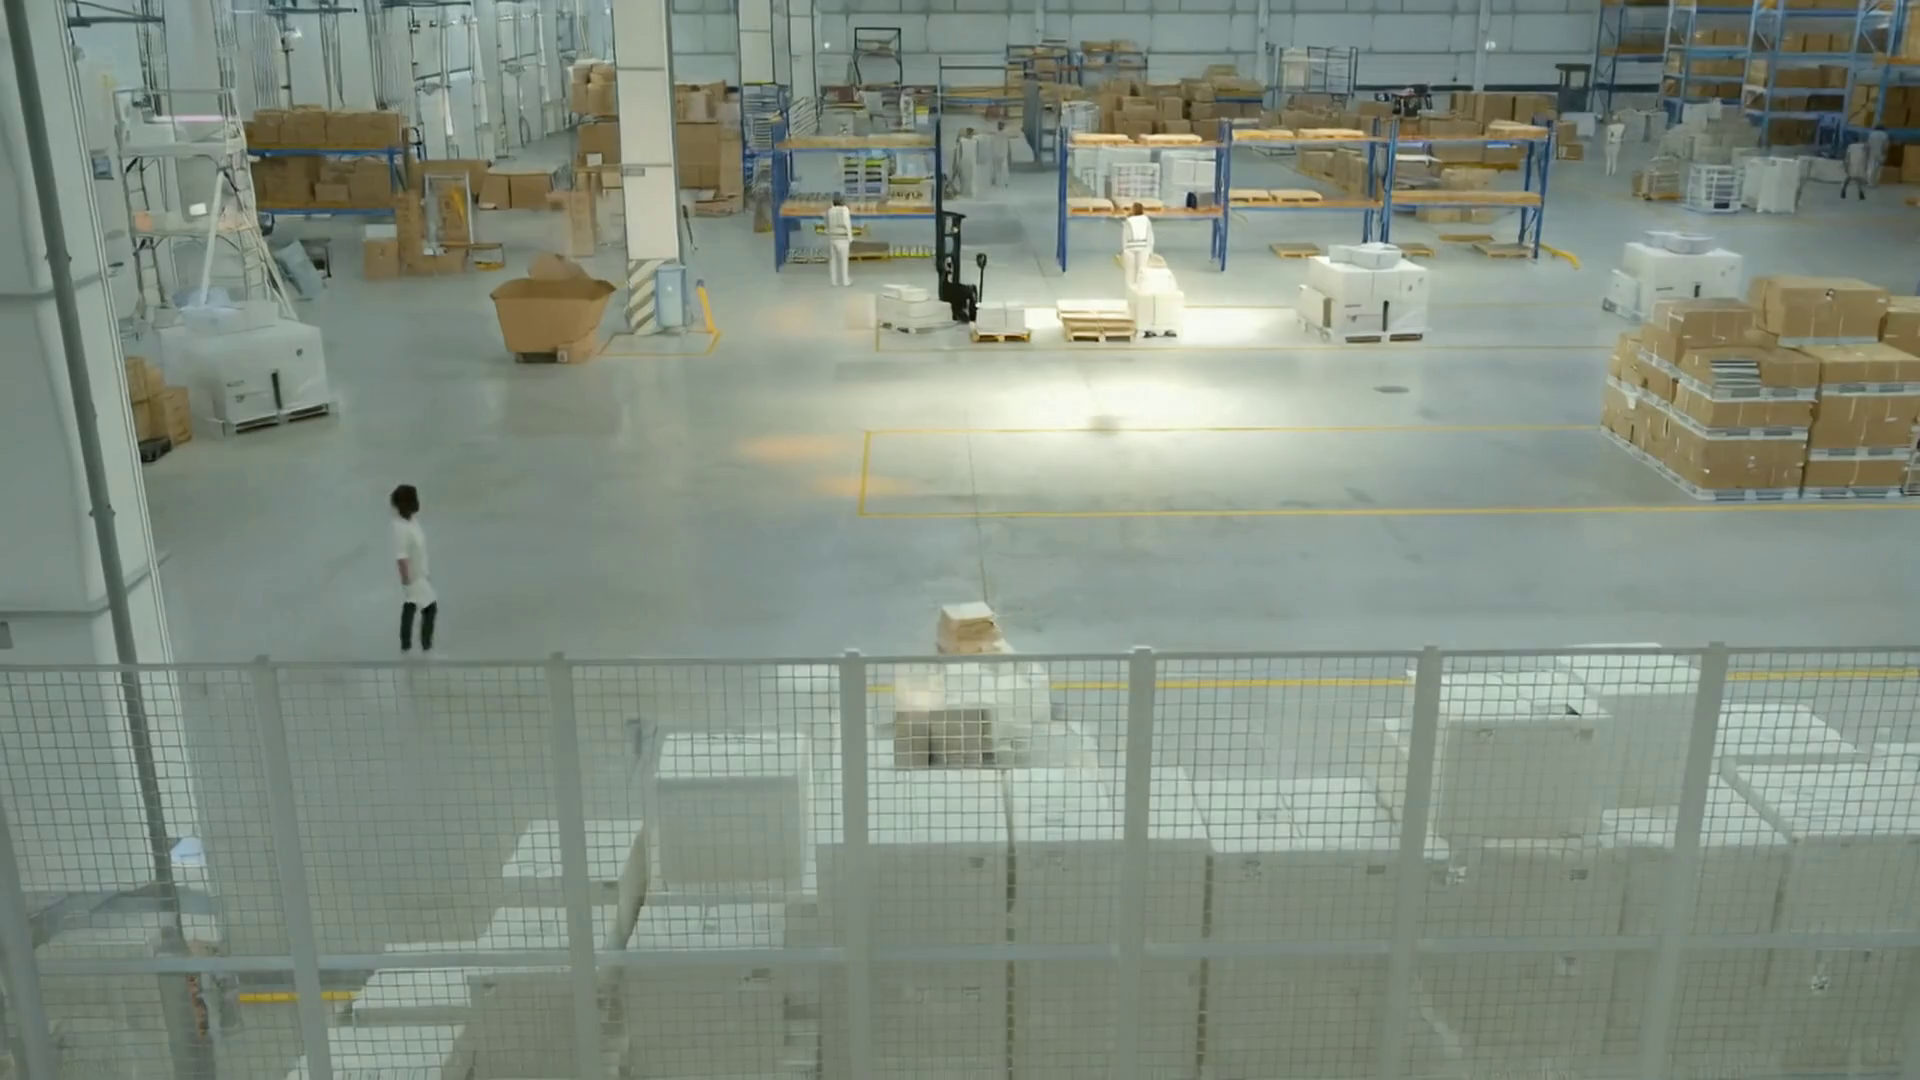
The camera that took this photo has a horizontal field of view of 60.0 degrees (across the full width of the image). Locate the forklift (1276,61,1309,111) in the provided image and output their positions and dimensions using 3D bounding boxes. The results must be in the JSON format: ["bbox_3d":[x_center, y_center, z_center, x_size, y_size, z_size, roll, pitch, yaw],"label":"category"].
[{"bbox_3d":[13.228,-17.508,65.810,1.129,2.768,1.873,-1,19,-1],"label":"forklift"}]

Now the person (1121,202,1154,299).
[{"bbox_3d":[3.400,-5.561,31.991,0.624,1.835,0.431,-1,19,-3],"label":"person"}]

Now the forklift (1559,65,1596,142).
[{"bbox_3d":[23.303,-16.568,63.021,1.129,2.768,1.873,-1,19,-1],"label":"forklift"}]

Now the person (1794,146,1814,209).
[{"bbox_3d":[22.633,-9.764,44.737,0.545,1.653,0.889,3,19,9],"label":"person"}]

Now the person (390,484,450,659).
[{"bbox_3d":[-4.788,0.311,14.781,0.567,1.677,0.553,-4,19,-12],"label":"person"}]

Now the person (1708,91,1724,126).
[{"bbox_3d":[27.946,-15.511,61.283,0.779,1.965,0.630,0,19,0],"label":"person"}]

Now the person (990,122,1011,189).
[{"bbox_3d":[1.192,-11.351,49.063,0.677,1.884,0.999,-8,20,-21],"label":"person"}]

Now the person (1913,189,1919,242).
[{"bbox_3d":[22.680,-7.952,38.958,0.780,1.901,0.570,-7,20,-19],"label":"person"}]

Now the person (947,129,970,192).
[{"bbox_3d":[-0.036,-11.009,48.221,0.505,1.787,0.992,-17,25,-41],"label":"person"}]

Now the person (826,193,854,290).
[{"bbox_3d":[-2.383,-5.907,32.928,0.585,1.882,0.337,12,22,32],"label":"person"}]

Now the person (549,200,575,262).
[{"bbox_3d":[-7.544,-5.380,31.234,0.828,1.962,0.648,-16,25,-40],"label":"person"}]

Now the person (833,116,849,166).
[{"bbox_3d":[-3.911,-13.140,54.770,0.526,1.636,0.309,2,19,7],"label":"person"}]

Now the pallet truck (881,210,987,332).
[{"bbox_3d":[-0.493,-4.759,29.349,1.885,1.965,0.823,-13,23,-34],"label":"pallet truck"}]

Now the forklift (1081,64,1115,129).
[{"bbox_3d":[5.614,-16.638,63.230,1.873,2.768,1.129,-2,19,-5],"label":"forklift"}]

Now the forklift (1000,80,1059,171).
[{"bbox_3d":[2.236,-13.269,53.236,1.873,2.768,1.129,-1,19,-1],"label":"forklift"}]

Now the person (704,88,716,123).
[{"bbox_3d":[-9.749,-16.466,64.228,0.574,1.896,0.930,17,25,42],"label":"person"}]

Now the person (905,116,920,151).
[{"bbox_3d":[-1.519,-12.761,53.495,0.480,1.733,0.333,-6,20,-18],"label":"person"}]

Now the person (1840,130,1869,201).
[{"bbox_3d":[24.894,-10.373,46.115,0.629,1.918,0.968,-1,19,-3],"label":"person"}]

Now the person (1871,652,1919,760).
[{"bbox_3d":[6.179,1.557,10.808,0.531,1.870,0.318,2,19,7],"label":"person"}]

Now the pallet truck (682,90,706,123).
[{"bbox_3d":[-9.671,-15.907,62.421,0.823,1.965,1.885,5,19,15],"label":"pallet truck"}]

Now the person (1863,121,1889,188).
[{"bbox_3d":[27.000,-11.351,49.005,0.373,1.935,0.628,-11,22,-30],"label":"person"}]

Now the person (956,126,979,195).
[{"bbox_3d":[0.221,-10.842,47.545,0.646,1.891,1.021,-1,19,-3],"label":"person"}]

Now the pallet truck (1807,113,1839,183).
[{"bbox_3d":[26.403,-11.957,50.702,0.823,1.965,1.885,6,19,16],"label":"pallet truck"}]

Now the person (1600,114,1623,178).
[{"bbox_3d":[20.242,-12.224,51.613,0.593,1.922,0.391,-8,20,-22],"label":"person"}]
